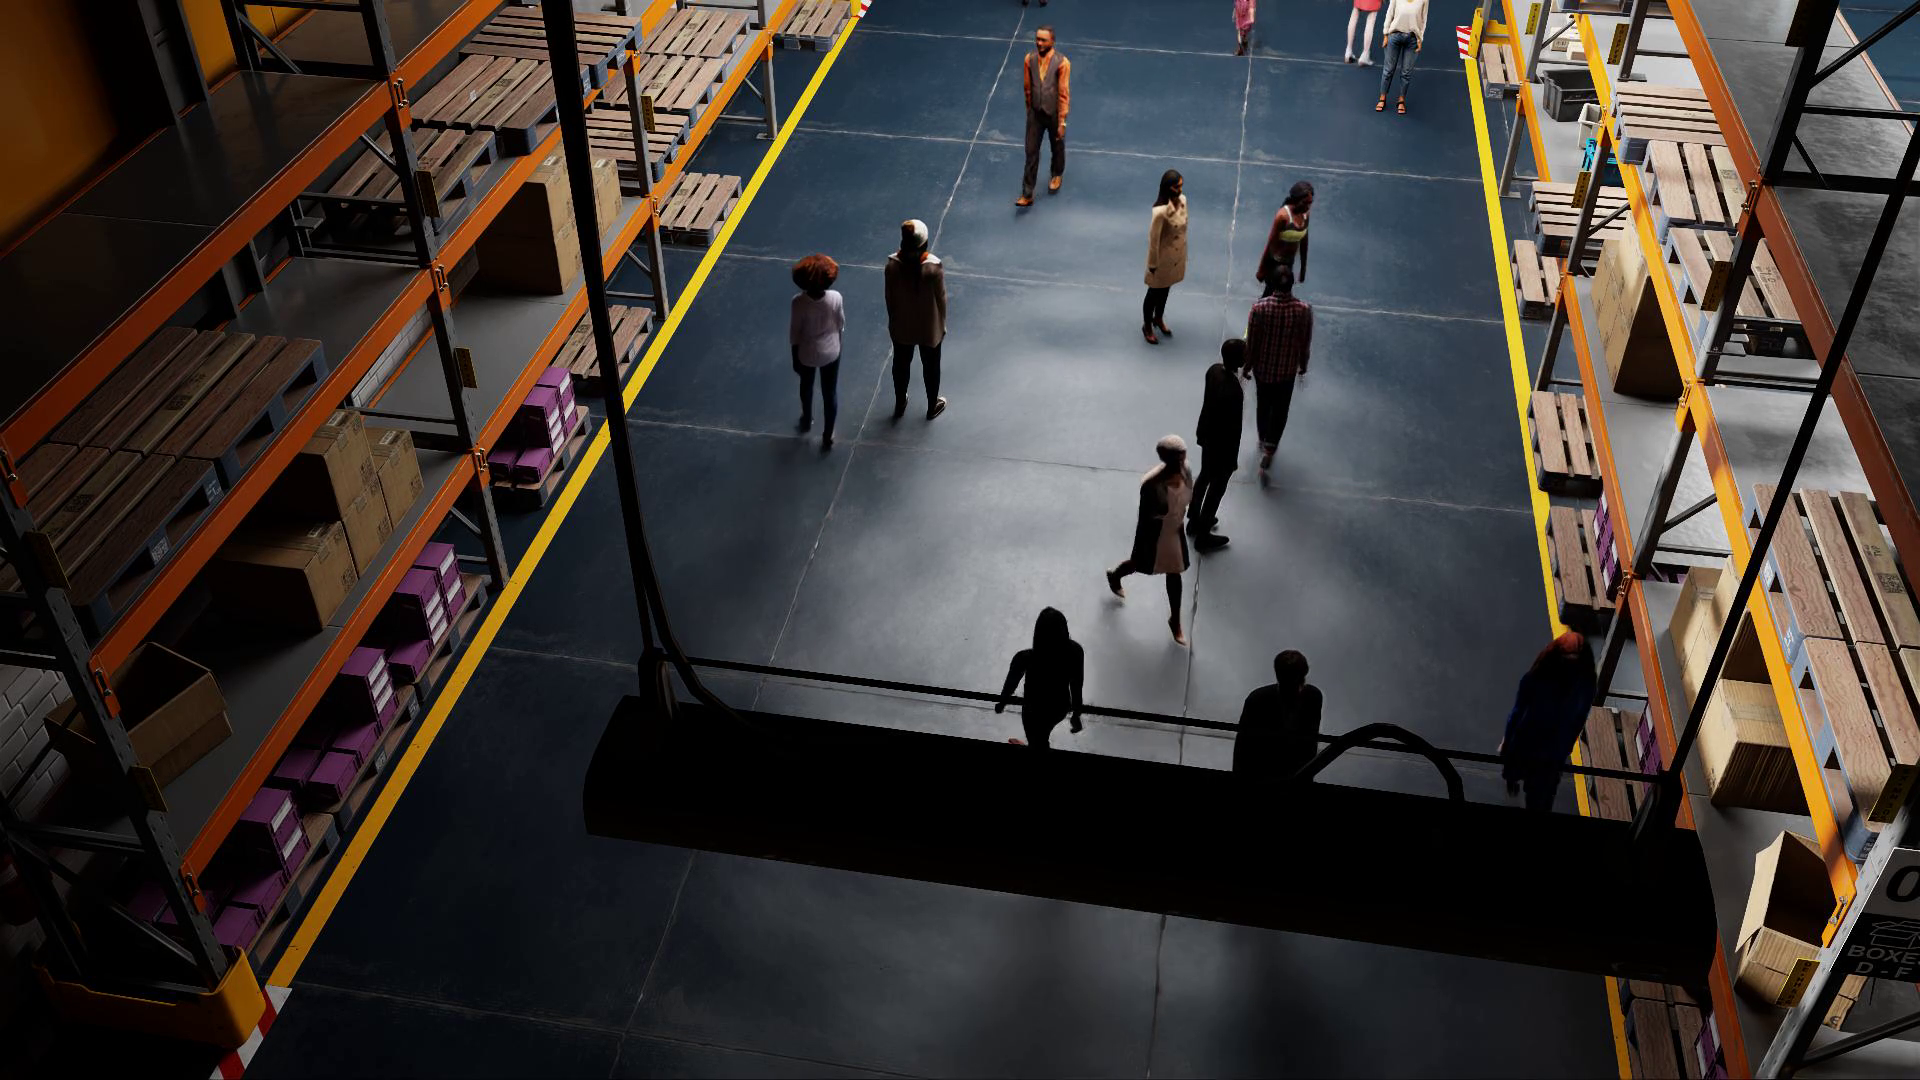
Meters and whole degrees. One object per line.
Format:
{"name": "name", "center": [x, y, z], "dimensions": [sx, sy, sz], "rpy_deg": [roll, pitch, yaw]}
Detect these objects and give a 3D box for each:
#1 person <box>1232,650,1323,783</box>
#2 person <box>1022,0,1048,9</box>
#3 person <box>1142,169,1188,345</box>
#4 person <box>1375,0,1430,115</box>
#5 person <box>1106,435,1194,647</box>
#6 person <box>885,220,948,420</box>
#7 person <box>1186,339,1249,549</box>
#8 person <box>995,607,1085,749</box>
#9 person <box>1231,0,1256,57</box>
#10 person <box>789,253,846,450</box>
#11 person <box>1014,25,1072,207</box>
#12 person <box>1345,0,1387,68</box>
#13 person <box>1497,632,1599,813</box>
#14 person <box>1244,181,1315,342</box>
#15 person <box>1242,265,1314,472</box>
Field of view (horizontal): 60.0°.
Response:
{"name": "person", "center": [1.875, 1.365, 9.977], "dimensions": [0.782, 1.890, 0.762], "rpy_deg": [-9, 40, -11]}
{"name": "person", "center": [0.966, -7.805, 21.538], "dimensions": [0.632, 1.793, 0.549], "rpy_deg": [2, 39, 3]}
{"name": "person", "center": [1.857, -2.579, 15.085], "dimensions": [0.786, 1.680, 0.662], "rpy_deg": [29, 47, 31]}
{"name": "person", "center": [5.077, -5.734, 19.033], "dimensions": [0.637, 1.682, 0.555], "rpy_deg": [10, 40, 12]}
{"name": "person", "center": [1.360, -0.096, 11.954], "dimensions": [1.116, 1.707, 1.195], "rpy_deg": [-25, 45, -28]}
{"name": "person", "center": [-0.377, -1.879, 14.040], "dimensions": [0.682, 1.890, 0.647], "rpy_deg": [8, 39, 9]}
{"name": "person", "center": [1.965, -0.735, 12.684], "dimensions": [0.790, 1.795, 0.645], "rpy_deg": [-9, 39, -11]}
{"name": "person", "center": [0.568, 1.185, 10.385], "dimensions": [1.090, 1.663, 1.301], "rpy_deg": [-15, 41, -18]}
{"name": "person", "center": [3.531, -6.505, 20.536], "dimensions": [0.488, 1.012, 0.513], "rpy_deg": [23, 44, 26]}
{"name": "person", "center": [-1.154, -1.513, 13.744], "dimensions": [0.748, 1.688, 0.909], "rpy_deg": [-3, 39, -4]}
{"name": "person", "center": [0.951, -4.433, 17.260], "dimensions": [0.909, 1.863, 1.296], "rpy_deg": [15, 41, 18]}
{"name": "person", "center": [4.919, -6.635, 20.047], "dimensions": [0.678, 1.826, 0.694], "rpy_deg": [31, 48, 33]}
{"name": "person", "center": [3.550, 1.216, 10.244], "dimensions": [0.708, 1.791, 1.164], "rpy_deg": [11, 40, 13]}
{"name": "person", "center": [2.796, -2.470, 14.918], "dimensions": [0.954, 1.717, 1.002], "rpy_deg": [-21, 43, -24]}
{"name": "person", "center": [2.568, -1.383, 13.552], "dimensions": [0.750, 1.724, 1.104], "rpy_deg": [12, 40, 14]}
